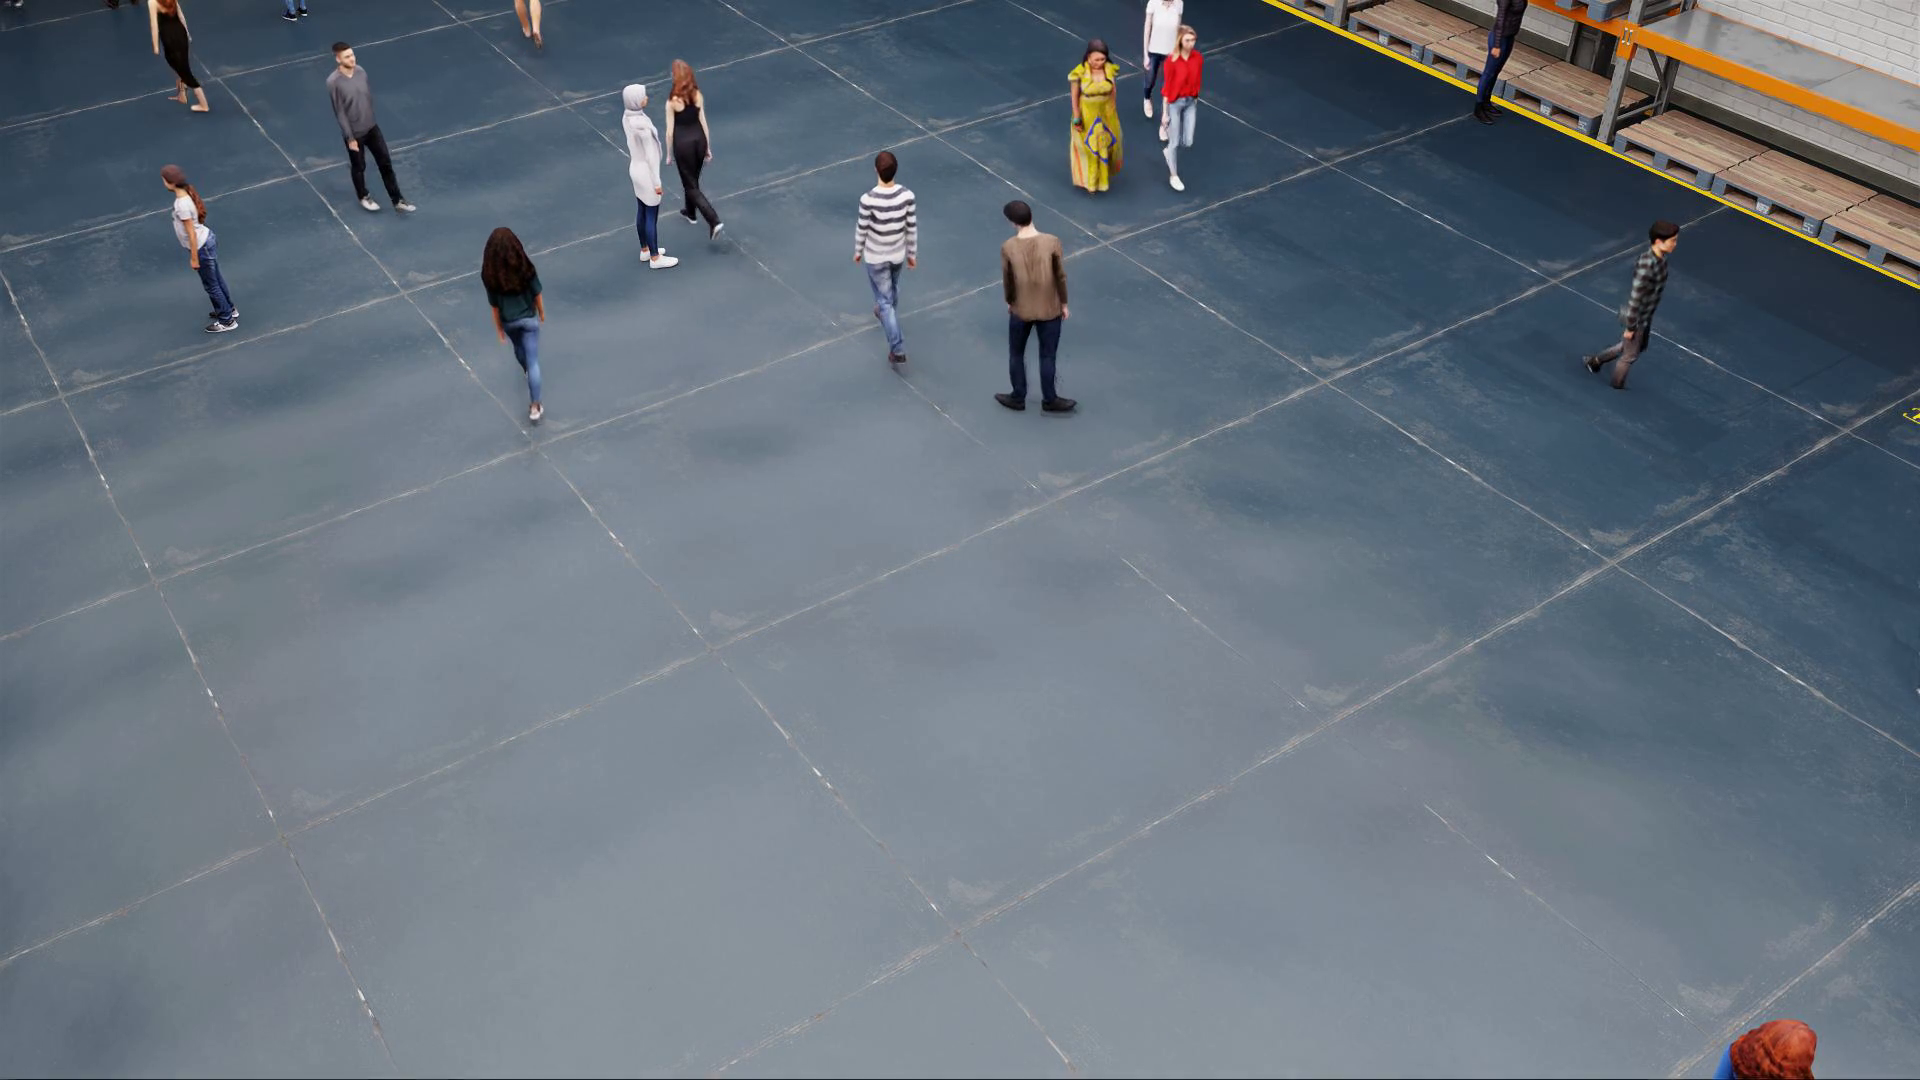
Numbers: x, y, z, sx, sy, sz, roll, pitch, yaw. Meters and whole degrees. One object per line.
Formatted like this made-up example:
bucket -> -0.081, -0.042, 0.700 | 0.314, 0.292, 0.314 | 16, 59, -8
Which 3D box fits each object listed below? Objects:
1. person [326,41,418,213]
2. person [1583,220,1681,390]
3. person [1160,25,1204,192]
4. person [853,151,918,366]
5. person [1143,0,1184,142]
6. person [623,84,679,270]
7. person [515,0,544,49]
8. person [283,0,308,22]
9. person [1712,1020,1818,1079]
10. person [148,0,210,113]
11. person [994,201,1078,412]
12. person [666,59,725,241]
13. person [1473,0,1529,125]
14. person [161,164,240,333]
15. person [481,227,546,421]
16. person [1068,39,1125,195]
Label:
person -> -5.924, -4.026, 16.249 | 1.046, 1.735, 0.841 | 24, 44, 27
person -> 5.597, -1.928, 13.908 | 0.910, 1.702, 0.848 | 23, 44, 26
person -> 2.170, -4.365, 16.706 | 0.721, 1.692, 0.803 | -13, 41, -16
person -> -0.602, -2.348, 14.090 | 0.781, 1.806, 1.249 | -16, 41, -19
person -> 2.127, -5.206, 17.748 | 0.966, 1.707, 1.153 | -1, 39, -1
person -> -2.918, -3.369, 15.393 | 0.681, 1.775, 0.470 | -21, 43, -24
person -> -5.155, -6.713, 19.540 | 0.887, 1.825, 1.163 | -9, 39, -11
person -> -8.285, -7.033, 20.393 | 0.567, 1.261, 0.541 | 24, 45, 27
person -> 3.555, 2.794, 7.633 | 0.706, 1.829, 0.555 | -17, 42, -20
person -> -8.470, -5.422, 18.096 | 0.912, 1.610, 0.842 | 8, 39, 10
person -> 0.660, -1.846, 13.425 | 0.870, 1.851, 0.922 | 15, 41, 18
person -> -2.524, -3.673, 15.823 | 0.642, 1.714, 1.109 | -26, 45, -29
person -> 5.846, -5.410, 17.962 | 0.616, 1.757, 0.661 | 28, 46, 30
person -> -6.663, -2.577, 14.571 | 0.668, 1.563, 0.557 | -8, 39, -10
person -> -3.565, -1.728, 13.503 | 0.931, 1.569, 1.206 | -6, 39, -8
person -> 1.308, -4.270, 16.633 | 0.970, 1.636, 0.974 | -12, 40, -15
